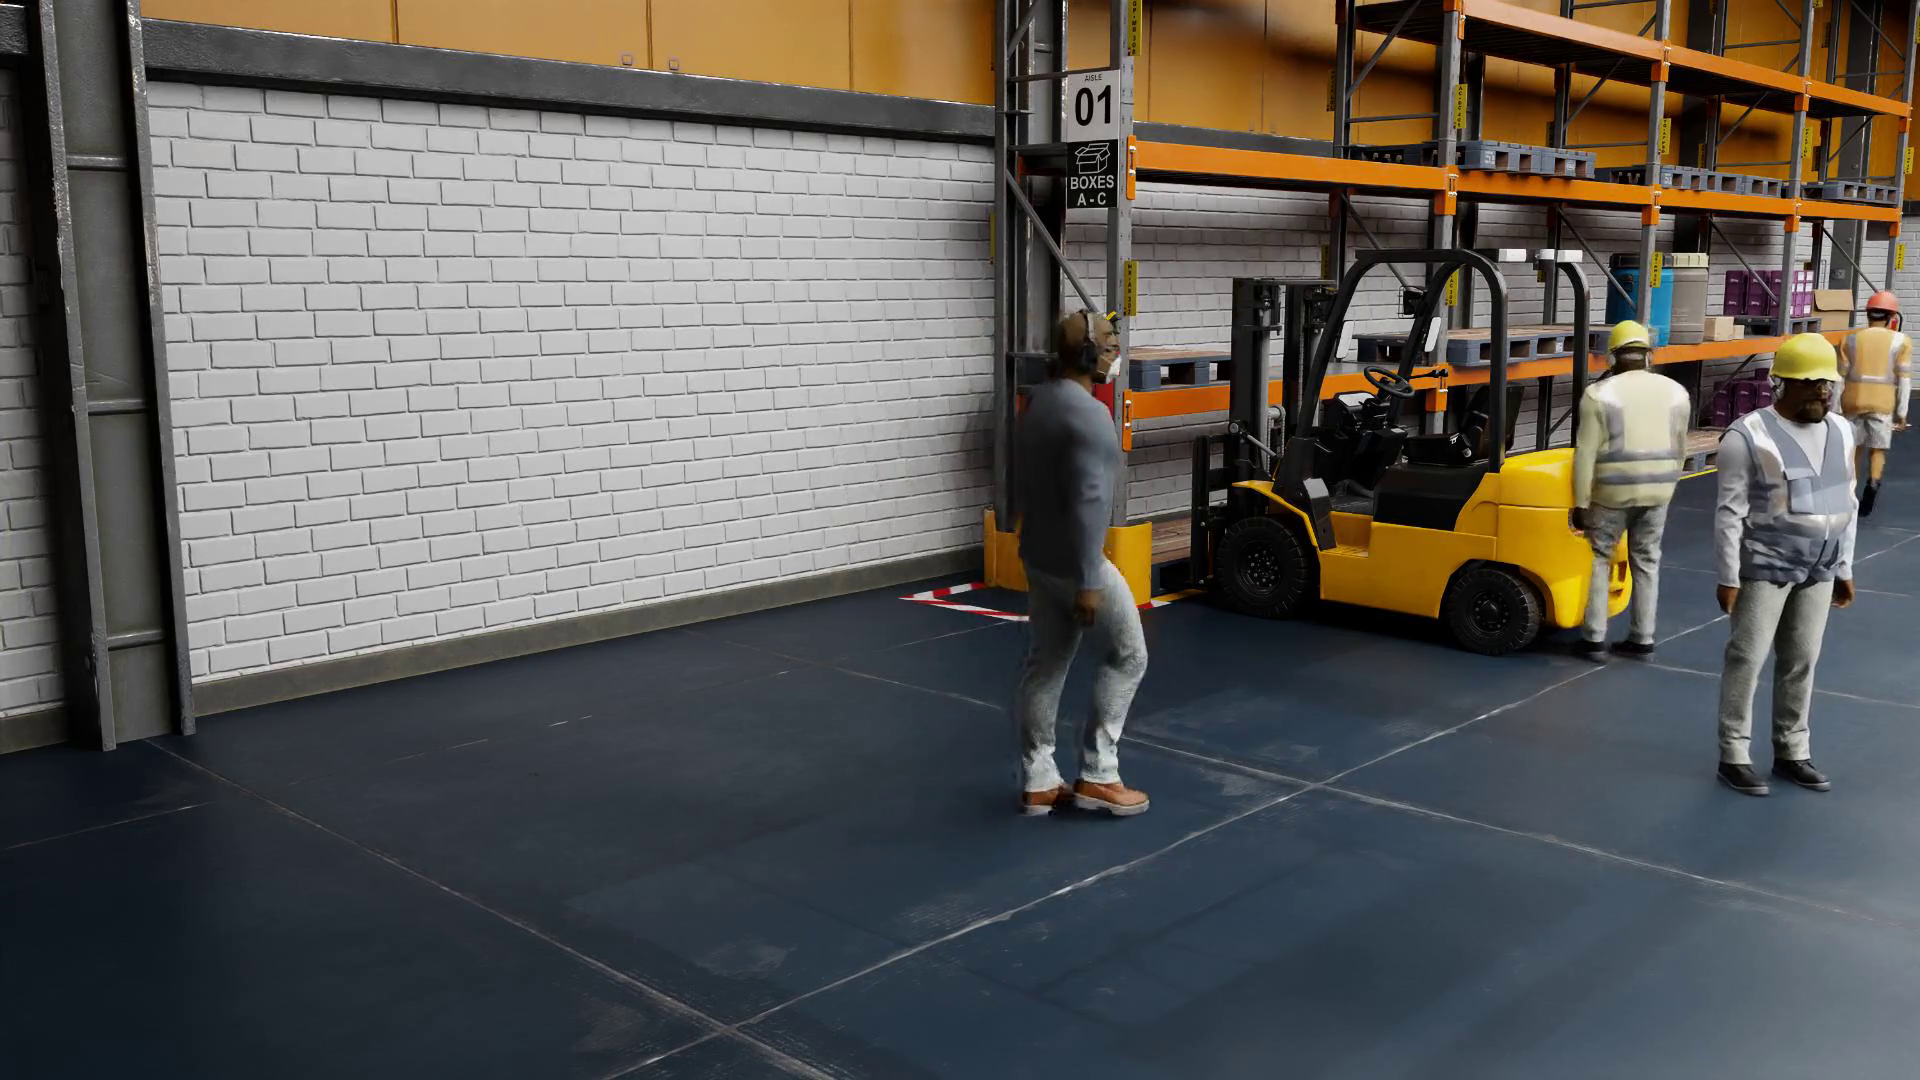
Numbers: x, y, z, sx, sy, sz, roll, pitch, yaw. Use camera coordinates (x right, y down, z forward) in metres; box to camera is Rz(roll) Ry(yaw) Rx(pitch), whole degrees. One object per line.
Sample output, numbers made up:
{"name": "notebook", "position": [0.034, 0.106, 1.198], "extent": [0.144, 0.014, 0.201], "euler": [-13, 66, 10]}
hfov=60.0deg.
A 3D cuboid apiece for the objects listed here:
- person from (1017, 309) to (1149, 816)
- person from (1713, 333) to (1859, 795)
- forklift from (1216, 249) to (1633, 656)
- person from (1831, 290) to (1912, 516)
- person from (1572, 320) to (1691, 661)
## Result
{"name": "person", "position": [0.503, 0.101, 6.254], "extent": [0.626, 1.919, 0.662], "euler": [-3, 10, -16]}
{"name": "person", "position": [3.260, 0.101, 6.564], "extent": [0.590, 1.825, 0.403], "euler": [-2, 10, -13]}
{"name": "forklift", "position": [2.710, -0.584, 9.626], "extent": [2.313, 2.155, 1.214], "euler": [9, 13, 43]}
{"name": "person", "position": [7.483, -1.106, 13.710], "extent": [0.581, 1.908, 0.703], "euler": [6, 11, 35]}
{"name": "person", "position": [3.483, -0.239, 8.715], "extent": [0.645, 1.797, 0.460], "euler": [-1, 9, -3]}
